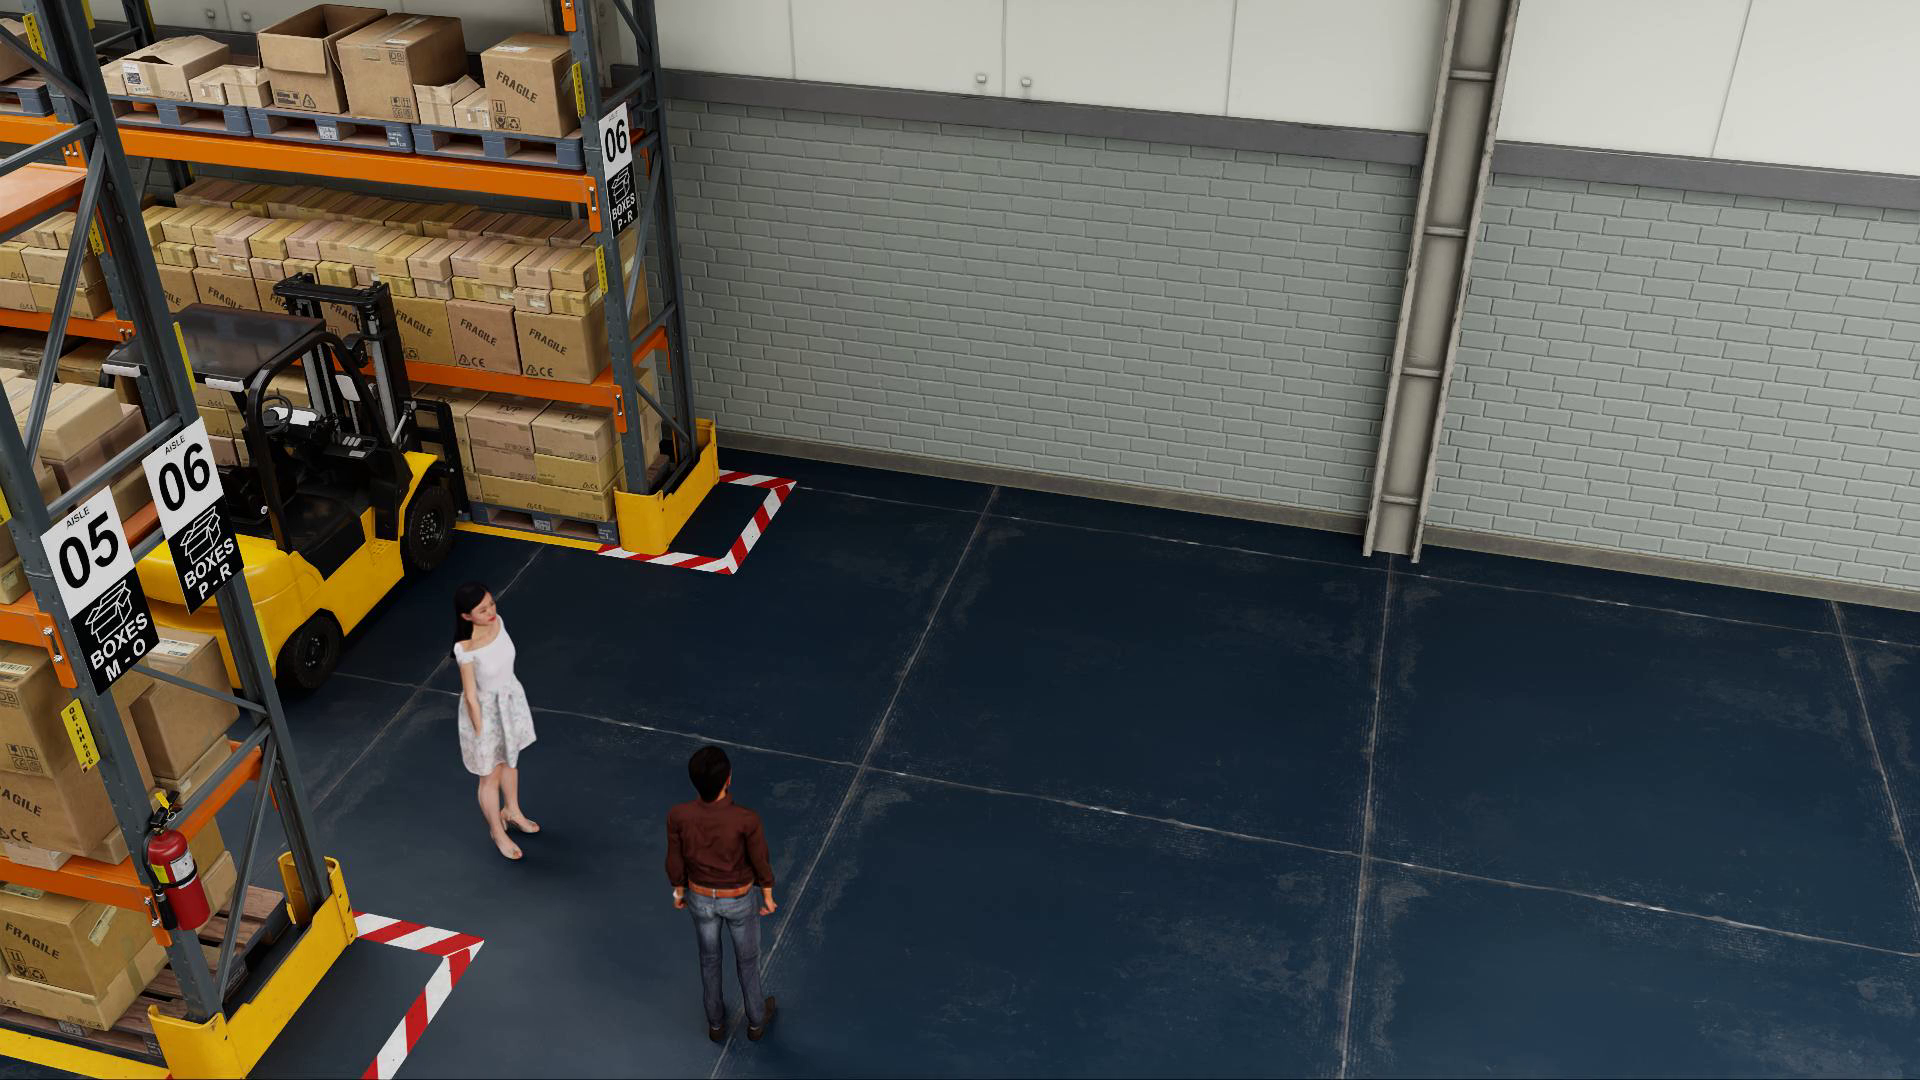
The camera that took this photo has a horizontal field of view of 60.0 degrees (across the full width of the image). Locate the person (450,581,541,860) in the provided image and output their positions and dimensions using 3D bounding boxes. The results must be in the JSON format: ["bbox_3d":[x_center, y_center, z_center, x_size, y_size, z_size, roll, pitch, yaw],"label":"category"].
[{"bbox_3d":[-2.546,0.976,9.111,0.637,1.774,0.652,10,34,15],"label":"person"}]

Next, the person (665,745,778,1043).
[{"bbox_3d":[-1.140,1.713,7.972,0.517,1.779,0.751,2,33,3],"label":"person"}]
